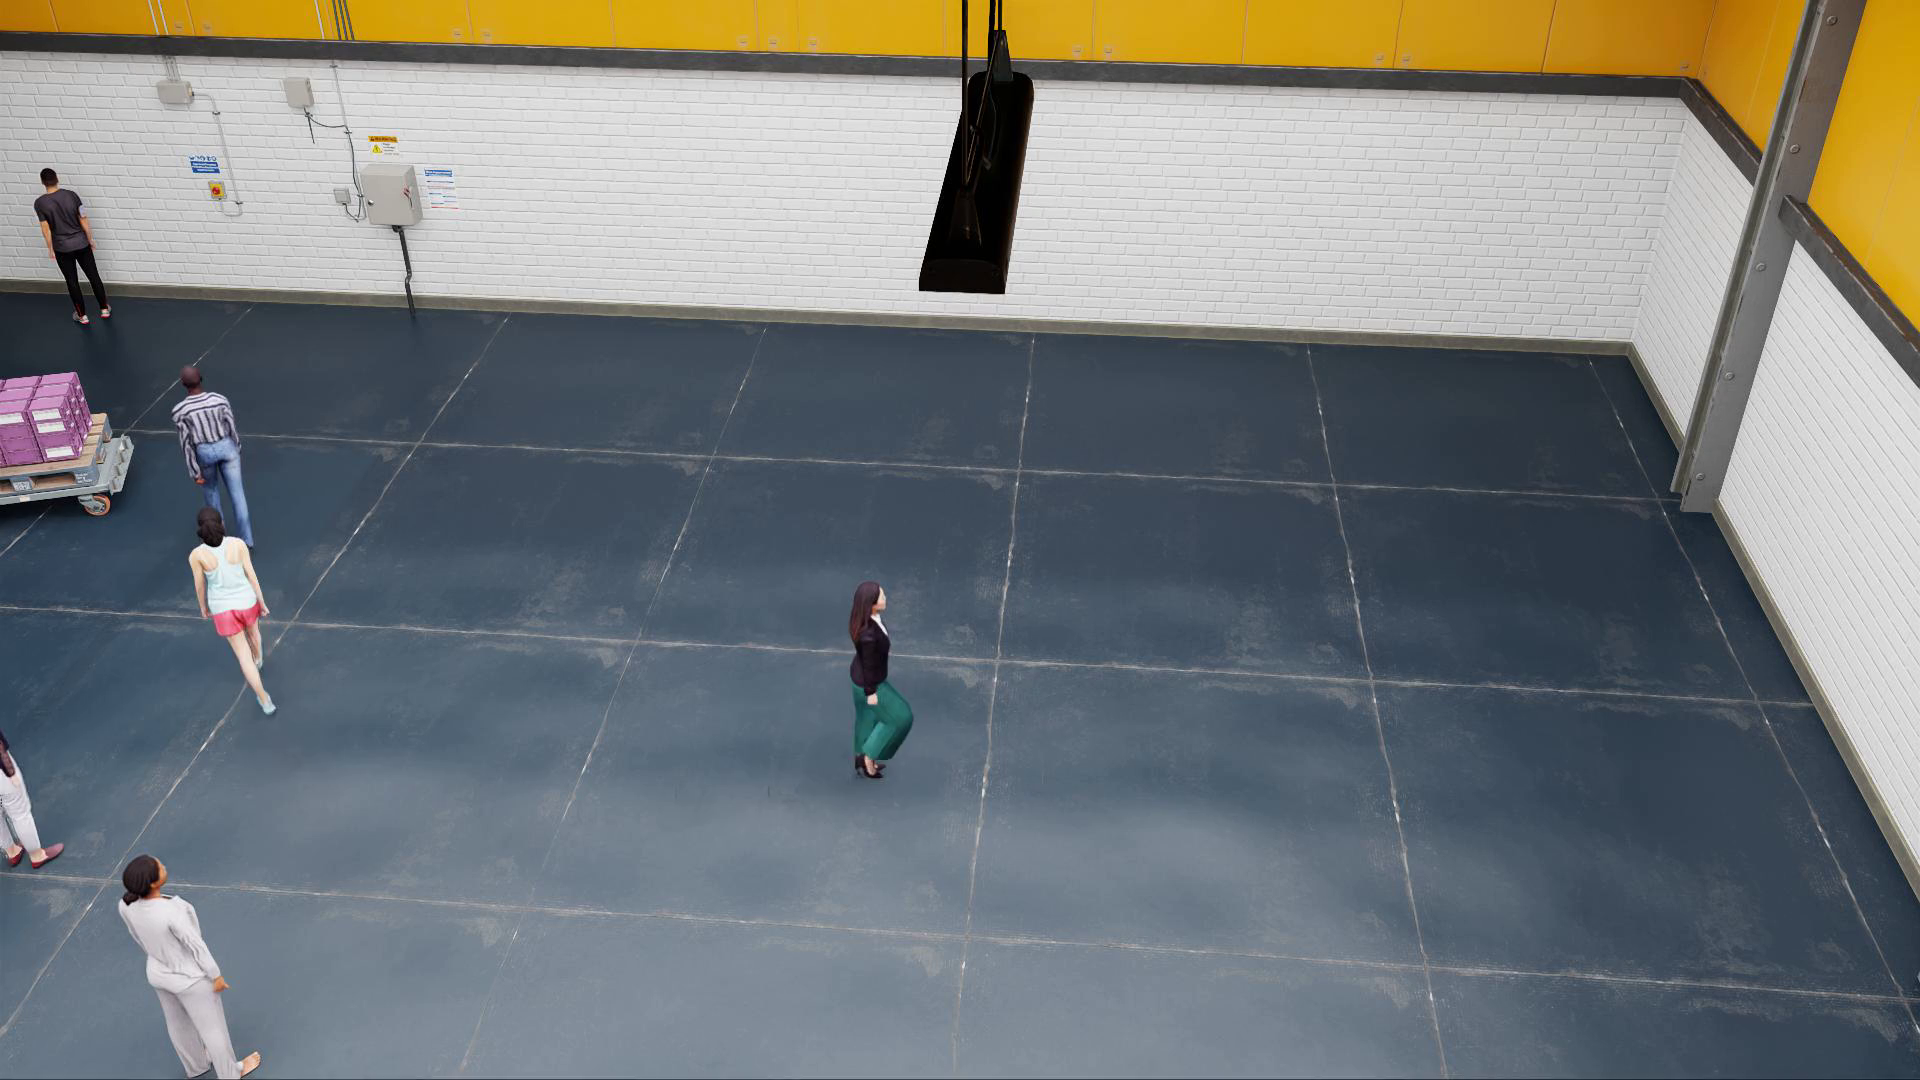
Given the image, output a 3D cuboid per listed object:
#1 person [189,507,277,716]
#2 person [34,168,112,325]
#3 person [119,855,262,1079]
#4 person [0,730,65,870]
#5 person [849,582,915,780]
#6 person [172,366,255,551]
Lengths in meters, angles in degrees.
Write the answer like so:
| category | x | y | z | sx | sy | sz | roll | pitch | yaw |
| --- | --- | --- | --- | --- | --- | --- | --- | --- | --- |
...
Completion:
| category | x | y | z | sx | sy | sz | roll | pitch | yaw |
| --- | --- | --- | --- | --- | --- | --- | --- | --- | --- |
| person | -5.468 | 0.567 | 12.591 | 1.011 | 1.735 | 1.157 | -19 | 38 | -26 |
| person | -9.780 | -3.240 | 18.292 | 0.711 | 1.765 | 0.767 | -24 | 41 | -32 |
| person | -4.536 | 2.511 | 9.669 | 0.692 | 1.733 | 0.639 | 12 | 36 | 18 |
| person | -6.528 | 1.566 | 11.203 | 0.622 | 1.609 | 0.566 | 7 | 34 | 10 |
| person | -0.714 | 1.048 | 11.878 | 0.771 | 1.724 | 0.692 | -6 | 34 | -9 |
| person | -6.390 | -0.641 | 14.386 | 1.017 | 1.760 | 1.144 | -19 | 38 | -26 |
